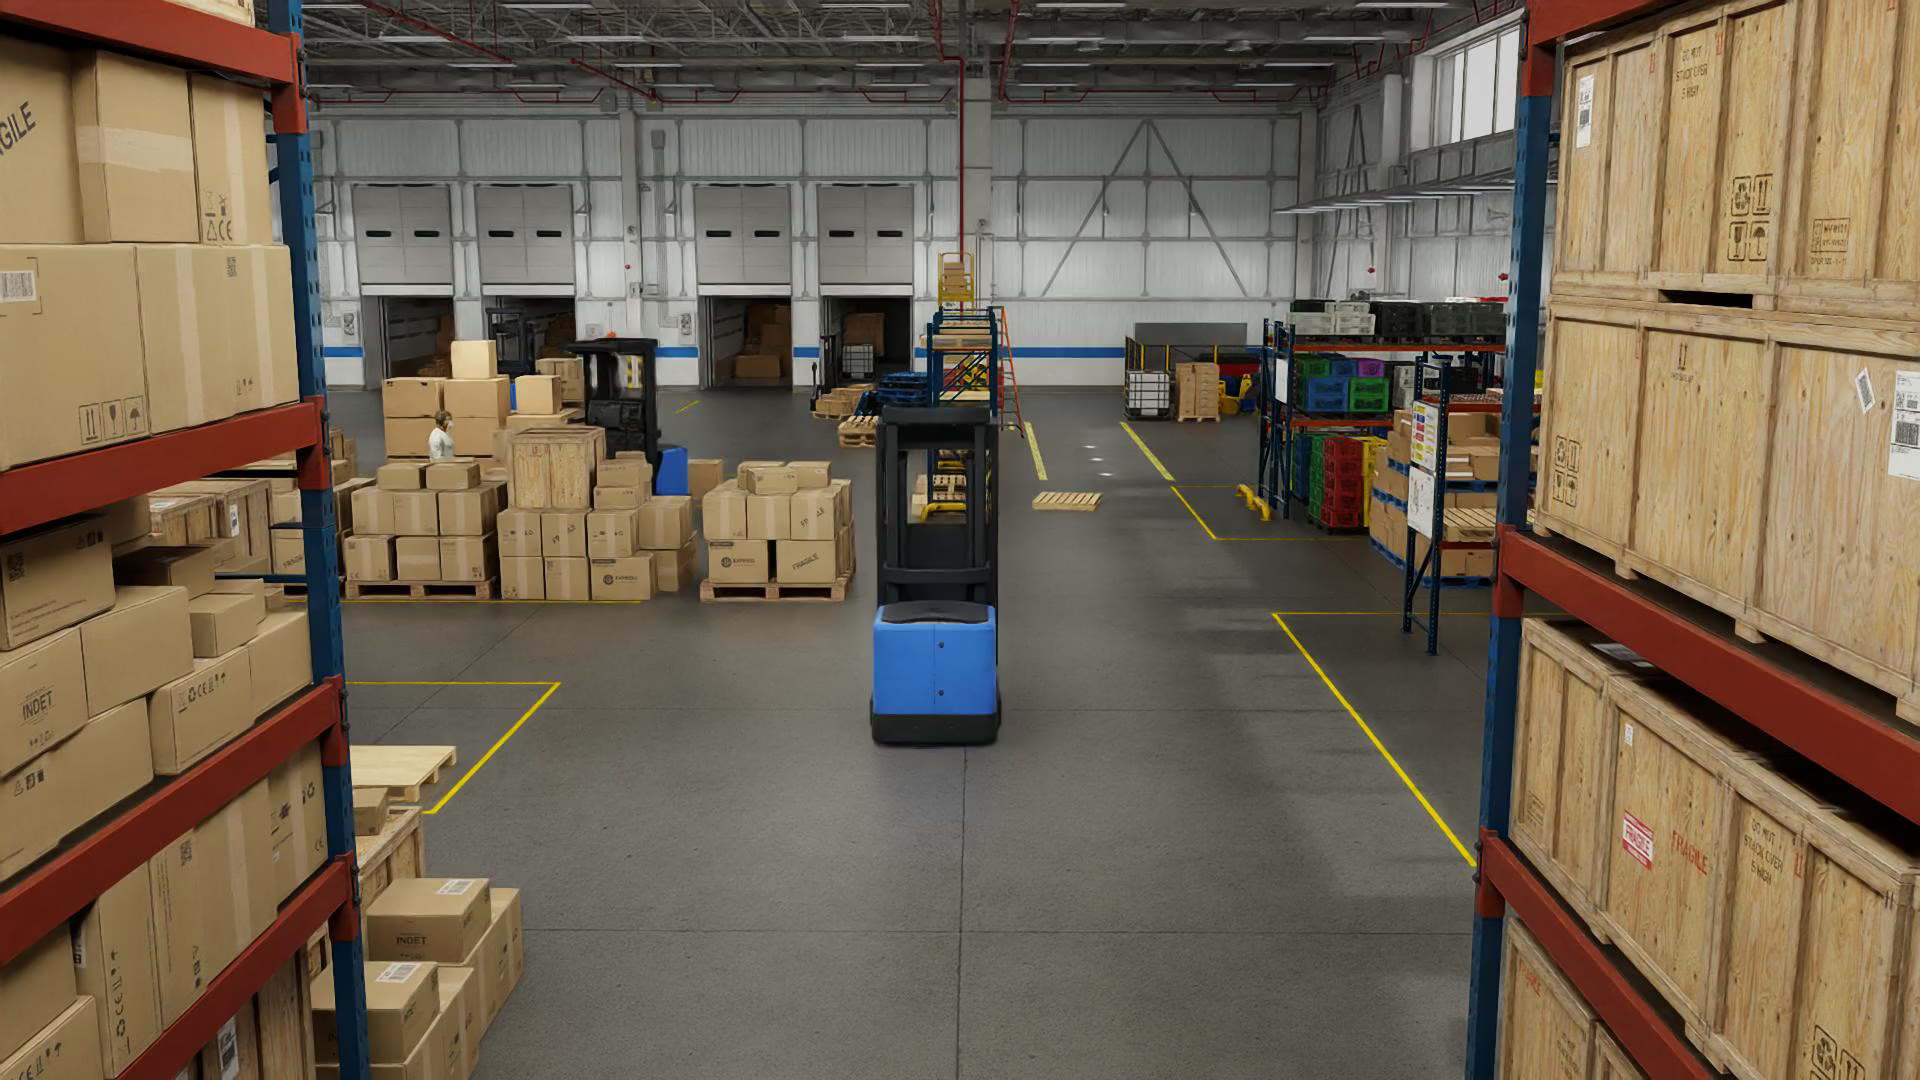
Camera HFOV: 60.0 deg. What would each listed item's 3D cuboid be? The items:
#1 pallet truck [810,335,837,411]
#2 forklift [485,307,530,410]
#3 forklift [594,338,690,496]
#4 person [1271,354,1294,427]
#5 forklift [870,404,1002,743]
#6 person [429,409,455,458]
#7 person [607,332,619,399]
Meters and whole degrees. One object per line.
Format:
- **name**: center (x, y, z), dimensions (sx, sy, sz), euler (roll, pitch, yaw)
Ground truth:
- **pallet truck**: center (-3.021, -4.312, 43.126), dimensions (1.885, 1.965, 0.823), euler (3, 10, 17)
- **forklift**: center (-10.753, -4.150, 39.645), dimensions (1.129, 2.768, 1.873), euler (0, 10, 1)
- **forklift**: center (-5.075, -1.703, 25.527), dimensions (1.129, 2.768, 1.873), euler (4, 10, 20)
- **person**: center (7.236, -3.213, 37.042), dimensions (0.649, 1.902, 0.806), euler (-7, 12, -36)
- **forklift**: center (-0.204, 0.205, 14.519), dimensions (1.129, 2.768, 1.873), euler (0, 10, 1)
- **person**: center (-7.301, -0.888, 23.544), dimensions (0.357, 1.937, 0.638), euler (-1, 10, -7)
- **person**: center (-9.792, -4.889, 46.722), dimensions (0.435, 1.913, 0.552), euler (8, 13, 38)
